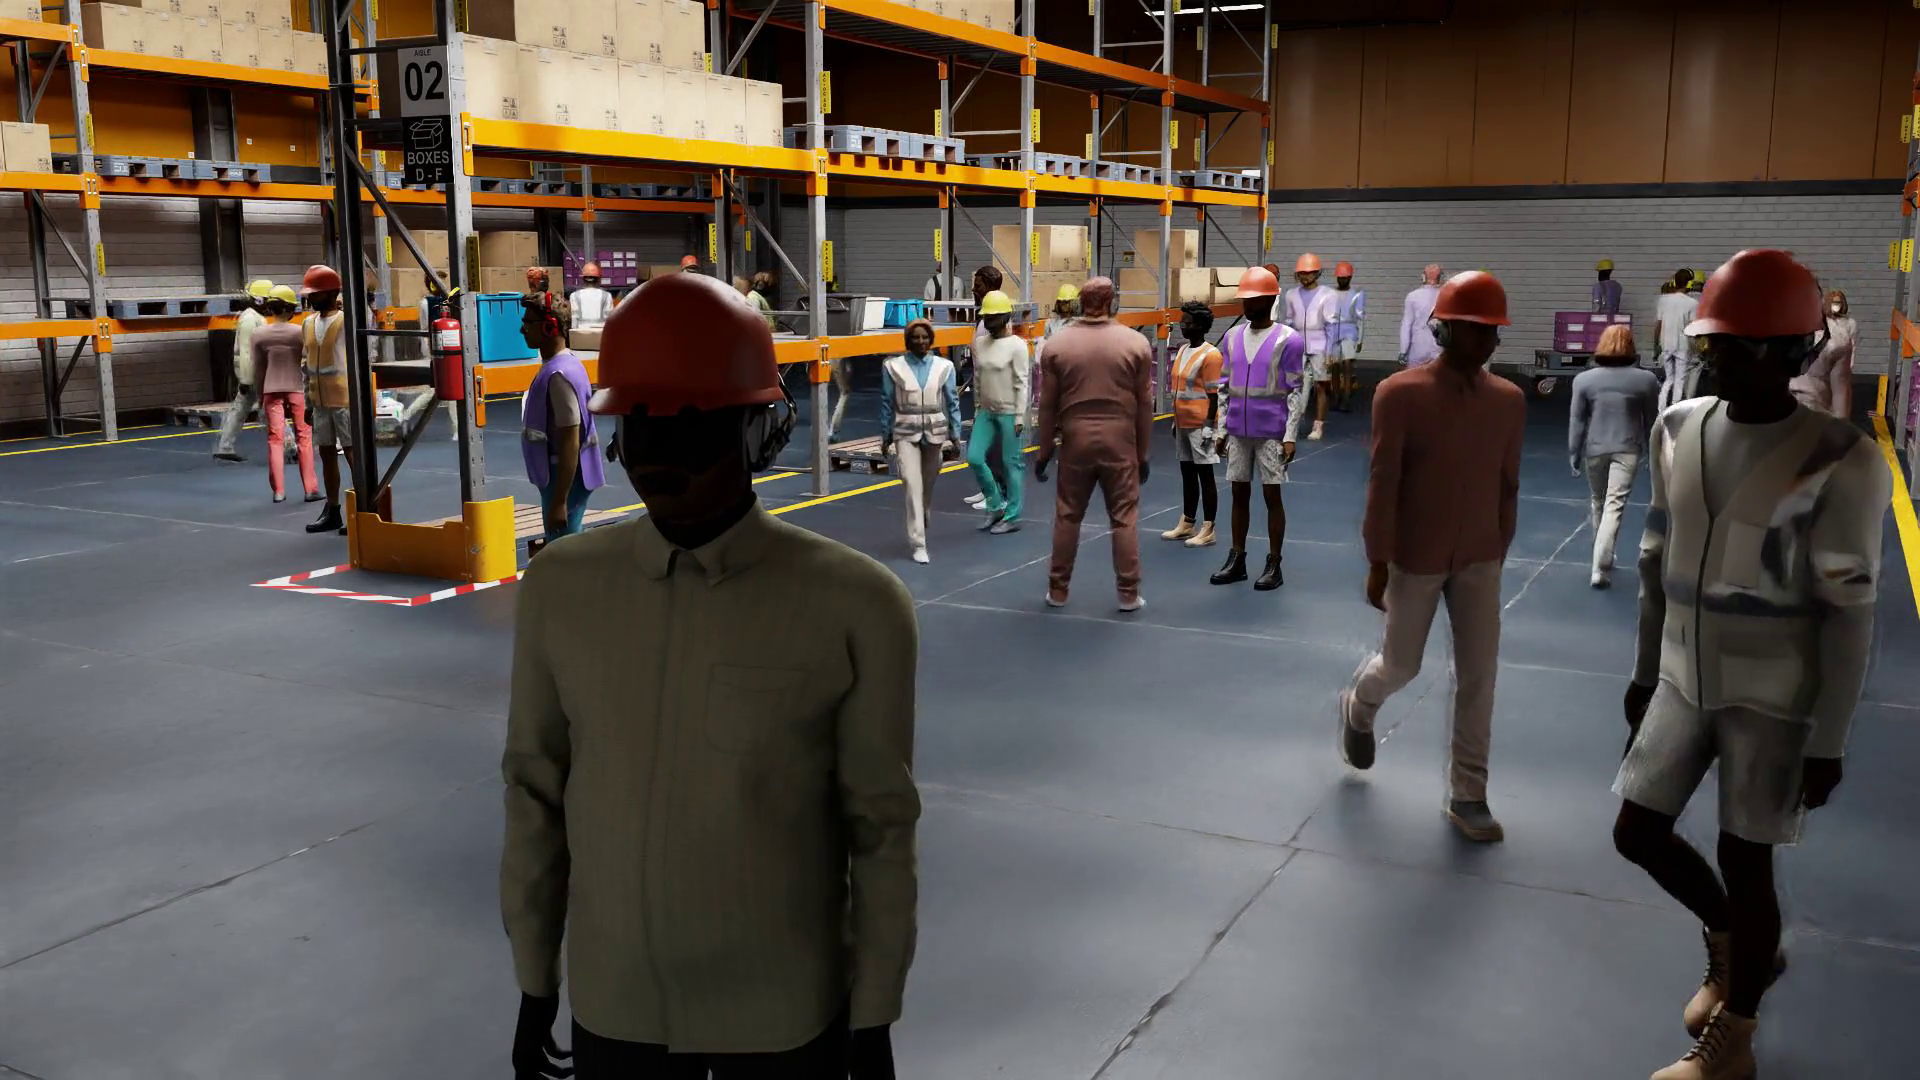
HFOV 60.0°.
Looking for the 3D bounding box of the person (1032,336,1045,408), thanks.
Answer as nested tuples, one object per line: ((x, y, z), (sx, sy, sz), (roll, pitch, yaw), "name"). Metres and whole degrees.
((1.014, -2.582, 21.277), (0.632, 1.891, 1.023), (5, 11, 26), "person")

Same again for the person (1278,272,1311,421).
((4.150, -2.396, 20.179), (0.654, 1.891, 0.562), (-2, 10, -10), "person")

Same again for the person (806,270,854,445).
((-1.319, -1.817, 16.939), (0.548, 1.850, 0.385), (4, 10, 20), "person")

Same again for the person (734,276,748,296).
((-2.095, -1.594, 15.803), (0.392, 1.803, 0.626), (-2, 10, -10), "person")

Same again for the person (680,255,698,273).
((-3.870, -3.090, 23.904), (0.628, 1.992, 0.396), (-7, 12, -37), "person")

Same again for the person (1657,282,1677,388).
((10.676, -3.059, 24.902), (0.887, 1.581, 0.536), (-3, 10, -18), "person")

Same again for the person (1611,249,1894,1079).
((1.821, 0.343, 3.915), (0.505, 2.028, 0.652), (-5, 11, -26), "person")

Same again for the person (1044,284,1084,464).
((1.047, -1.609, 16.072), (0.497, 1.729, 0.555), (5, 11, 29), "person")

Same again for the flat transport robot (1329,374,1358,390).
((5.136, -2.380, 24.773), (0.652, 0.197, 1.431), (-10, 14, -44), "flat transport robot")

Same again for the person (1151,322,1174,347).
((3.269, -3.564, 26.834), (0.364, 1.928, 0.586), (-5, 11, -25), "person")

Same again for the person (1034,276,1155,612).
((0.777, -0.544, 9.441), (0.657, 1.905, 0.401), (2, 10, 10), "person")

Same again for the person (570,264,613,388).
((-4.774, -2.647, 21.664), (0.560, 1.882, 0.969), (-2, 10, -9), "person")

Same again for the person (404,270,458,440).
((-5.635, -1.962, 17.805), (0.829, 1.844, 0.538), (0, 10, 1), "person")

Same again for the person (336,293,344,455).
((-6.247, -1.678, 16.747), (0.315, 1.641, 0.515), (-9, 13, -42), "person")

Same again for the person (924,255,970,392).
((-0.148, -3.195, 24.369), (0.673, 2.000, 0.536), (7, 12, 35), "person")

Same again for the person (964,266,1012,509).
((0.255, -1.206, 13.211), (0.393, 1.920, 0.591), (-2, 10, -9), "person")

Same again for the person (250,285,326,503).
((-5.456, -1.177, 13.506), (0.523, 1.760, 0.327), (-1, 10, -4), "person")

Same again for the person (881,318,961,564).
((-0.270, -0.689, 11.148), (0.527, 1.603, 0.838), (-2, 10, -13), "person")

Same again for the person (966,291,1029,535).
((0.265, -0.903, 11.914), (0.556, 1.748, 0.417), (9, 14, 44), "person")

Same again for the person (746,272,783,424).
((-2.371, -2.195, 19.329), (0.525, 1.799, 0.787), (0, 10, 2), "person")

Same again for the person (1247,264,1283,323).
((3.874, -2.524, 20.939), (0.574, 1.885, 0.355), (6, 11, 29), "person")

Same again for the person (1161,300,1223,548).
((1.623, -0.800, 11.497), (0.320, 1.698, 0.531), (-4, 11, -22), "person")

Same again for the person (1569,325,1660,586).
((4.016, -0.527, 10.255), (0.495, 1.587, 0.878), (7, 12, 33), "person")

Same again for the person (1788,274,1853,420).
((4.967, -0.640, 9.968), (0.644, 1.907, 0.399), (7, 12, 33), "person")

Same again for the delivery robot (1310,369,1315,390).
((4.889, -2.302, 23.230), (0.477, 0.478, 0.707), (3, 10, 19), "delivery robot")

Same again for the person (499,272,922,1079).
((-0.359, 0.631, 2.355), (0.611, 1.995, 0.375), (2, 10, 11), "person")

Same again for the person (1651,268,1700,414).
((8.152, -2.154, 18.888), (0.389, 1.852, 0.548), (-8, 12, -37), "person")

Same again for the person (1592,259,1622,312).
((9.860, -3.334, 25.507), (0.585, 1.927, 0.366), (-6, 12, -32), "person")

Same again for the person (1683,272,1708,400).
((9.794, -2.670, 22.121), (0.587, 1.771, 0.969), (7, 12, 35), "person")

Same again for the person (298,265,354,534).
((-4.513, -0.997, 11.953), (0.550, 1.933, 0.375), (4, 11, 21), "person")

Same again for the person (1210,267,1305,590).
((1.781, -0.667, 10.032), (0.551, 1.936, 0.356), (8, 13, 38), "person")

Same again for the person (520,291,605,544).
((-1.860, -0.233, 7.784), (0.385, 1.845, 0.569), (-3, 10, -17), "person")

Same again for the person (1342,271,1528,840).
((1.690, 0.022, 5.965), (0.625, 1.966, 0.816), (-2, 10, -10), "person")

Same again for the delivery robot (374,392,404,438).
((-6.063, -1.322, 17.554), (0.477, 0.478, 0.707), (-2, 10, -14), "delivery robot")

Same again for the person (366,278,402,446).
((-6.209, -1.815, 17.182), (0.696, 1.777, 0.987), (9, 13, 41), "person")

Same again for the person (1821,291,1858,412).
((9.183, -1.815, 17.594), (0.499, 1.629, 0.271), (4, 11, 22), "person")

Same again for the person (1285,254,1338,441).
((3.682, -2.026, 17.689), (0.633, 1.998, 0.966), (7, 12, 33), "person")

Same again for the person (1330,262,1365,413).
((4.794, -2.548, 21.042), (0.571, 1.901, 0.886), (4, 11, 24), "person")

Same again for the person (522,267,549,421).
((-4.196, -1.773, 16.593), (0.584, 1.882, 0.337), (5, 11, 28), "person")

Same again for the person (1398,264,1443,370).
((5.247, -2.140, 18.704), (0.690, 1.883, 0.828), (0, 10, -1), "person")

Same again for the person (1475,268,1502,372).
((7.327, -2.925, 23.455), (0.587, 1.813, 0.705), (3, 10, 18), "person")

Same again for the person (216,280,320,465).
((-6.667, -1.581, 15.843), (0.967, 1.771, 0.602), (-3, 10, -19), "person")
